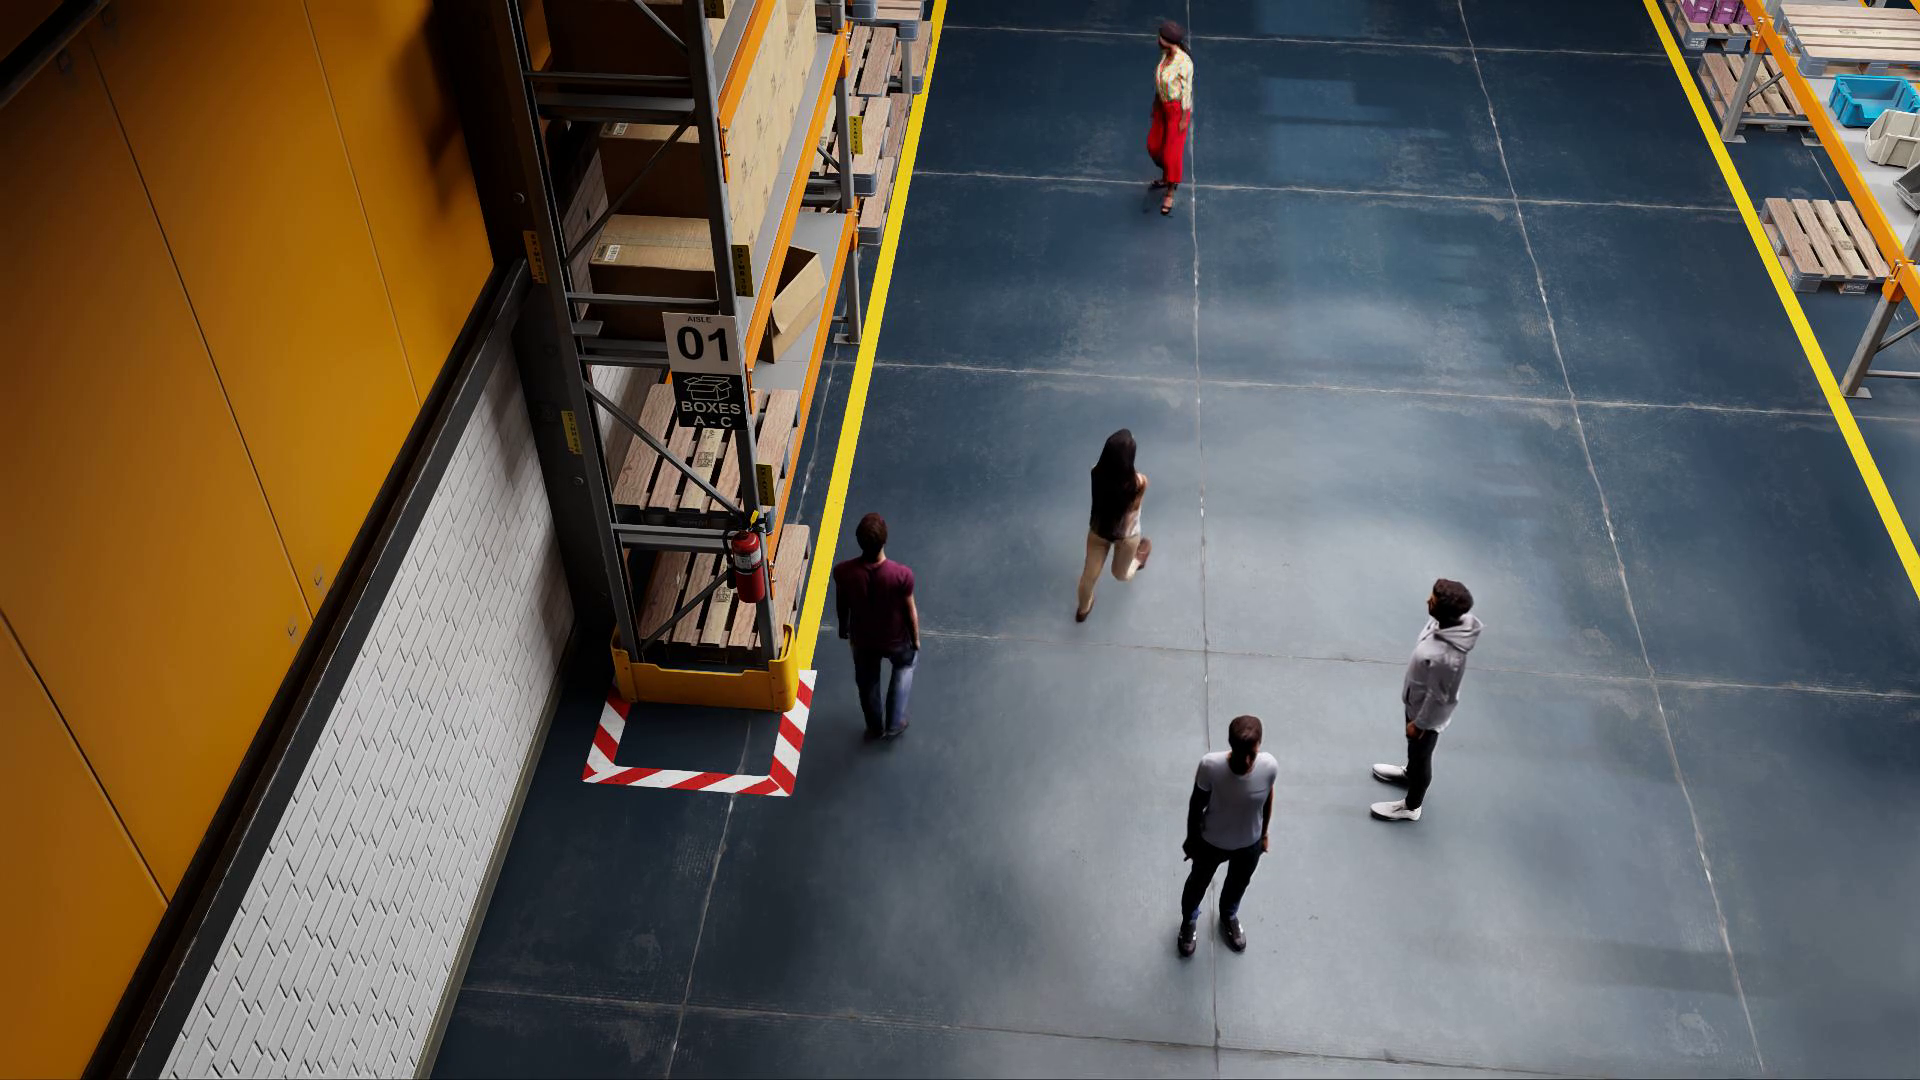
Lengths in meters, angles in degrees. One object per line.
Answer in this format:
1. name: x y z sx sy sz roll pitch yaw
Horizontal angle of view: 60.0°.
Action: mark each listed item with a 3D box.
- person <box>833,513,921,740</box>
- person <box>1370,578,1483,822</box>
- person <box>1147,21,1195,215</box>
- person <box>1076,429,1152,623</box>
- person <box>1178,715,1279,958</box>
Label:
1. person: -0.506 0.621 10.216 0.665 1.844 0.611 5 44 5
2. person: 2.779 0.943 9.817 0.772 1.927 0.556 9 44 9
3. person: 1.917 -3.737 14.845 0.765 1.768 0.853 34 53 30
4. person: 1.060 -0.151 11.169 0.659 1.648 0.849 10 45 10
5. person: 1.473 1.615 9.156 0.673 1.867 0.604 -4 44 -4
